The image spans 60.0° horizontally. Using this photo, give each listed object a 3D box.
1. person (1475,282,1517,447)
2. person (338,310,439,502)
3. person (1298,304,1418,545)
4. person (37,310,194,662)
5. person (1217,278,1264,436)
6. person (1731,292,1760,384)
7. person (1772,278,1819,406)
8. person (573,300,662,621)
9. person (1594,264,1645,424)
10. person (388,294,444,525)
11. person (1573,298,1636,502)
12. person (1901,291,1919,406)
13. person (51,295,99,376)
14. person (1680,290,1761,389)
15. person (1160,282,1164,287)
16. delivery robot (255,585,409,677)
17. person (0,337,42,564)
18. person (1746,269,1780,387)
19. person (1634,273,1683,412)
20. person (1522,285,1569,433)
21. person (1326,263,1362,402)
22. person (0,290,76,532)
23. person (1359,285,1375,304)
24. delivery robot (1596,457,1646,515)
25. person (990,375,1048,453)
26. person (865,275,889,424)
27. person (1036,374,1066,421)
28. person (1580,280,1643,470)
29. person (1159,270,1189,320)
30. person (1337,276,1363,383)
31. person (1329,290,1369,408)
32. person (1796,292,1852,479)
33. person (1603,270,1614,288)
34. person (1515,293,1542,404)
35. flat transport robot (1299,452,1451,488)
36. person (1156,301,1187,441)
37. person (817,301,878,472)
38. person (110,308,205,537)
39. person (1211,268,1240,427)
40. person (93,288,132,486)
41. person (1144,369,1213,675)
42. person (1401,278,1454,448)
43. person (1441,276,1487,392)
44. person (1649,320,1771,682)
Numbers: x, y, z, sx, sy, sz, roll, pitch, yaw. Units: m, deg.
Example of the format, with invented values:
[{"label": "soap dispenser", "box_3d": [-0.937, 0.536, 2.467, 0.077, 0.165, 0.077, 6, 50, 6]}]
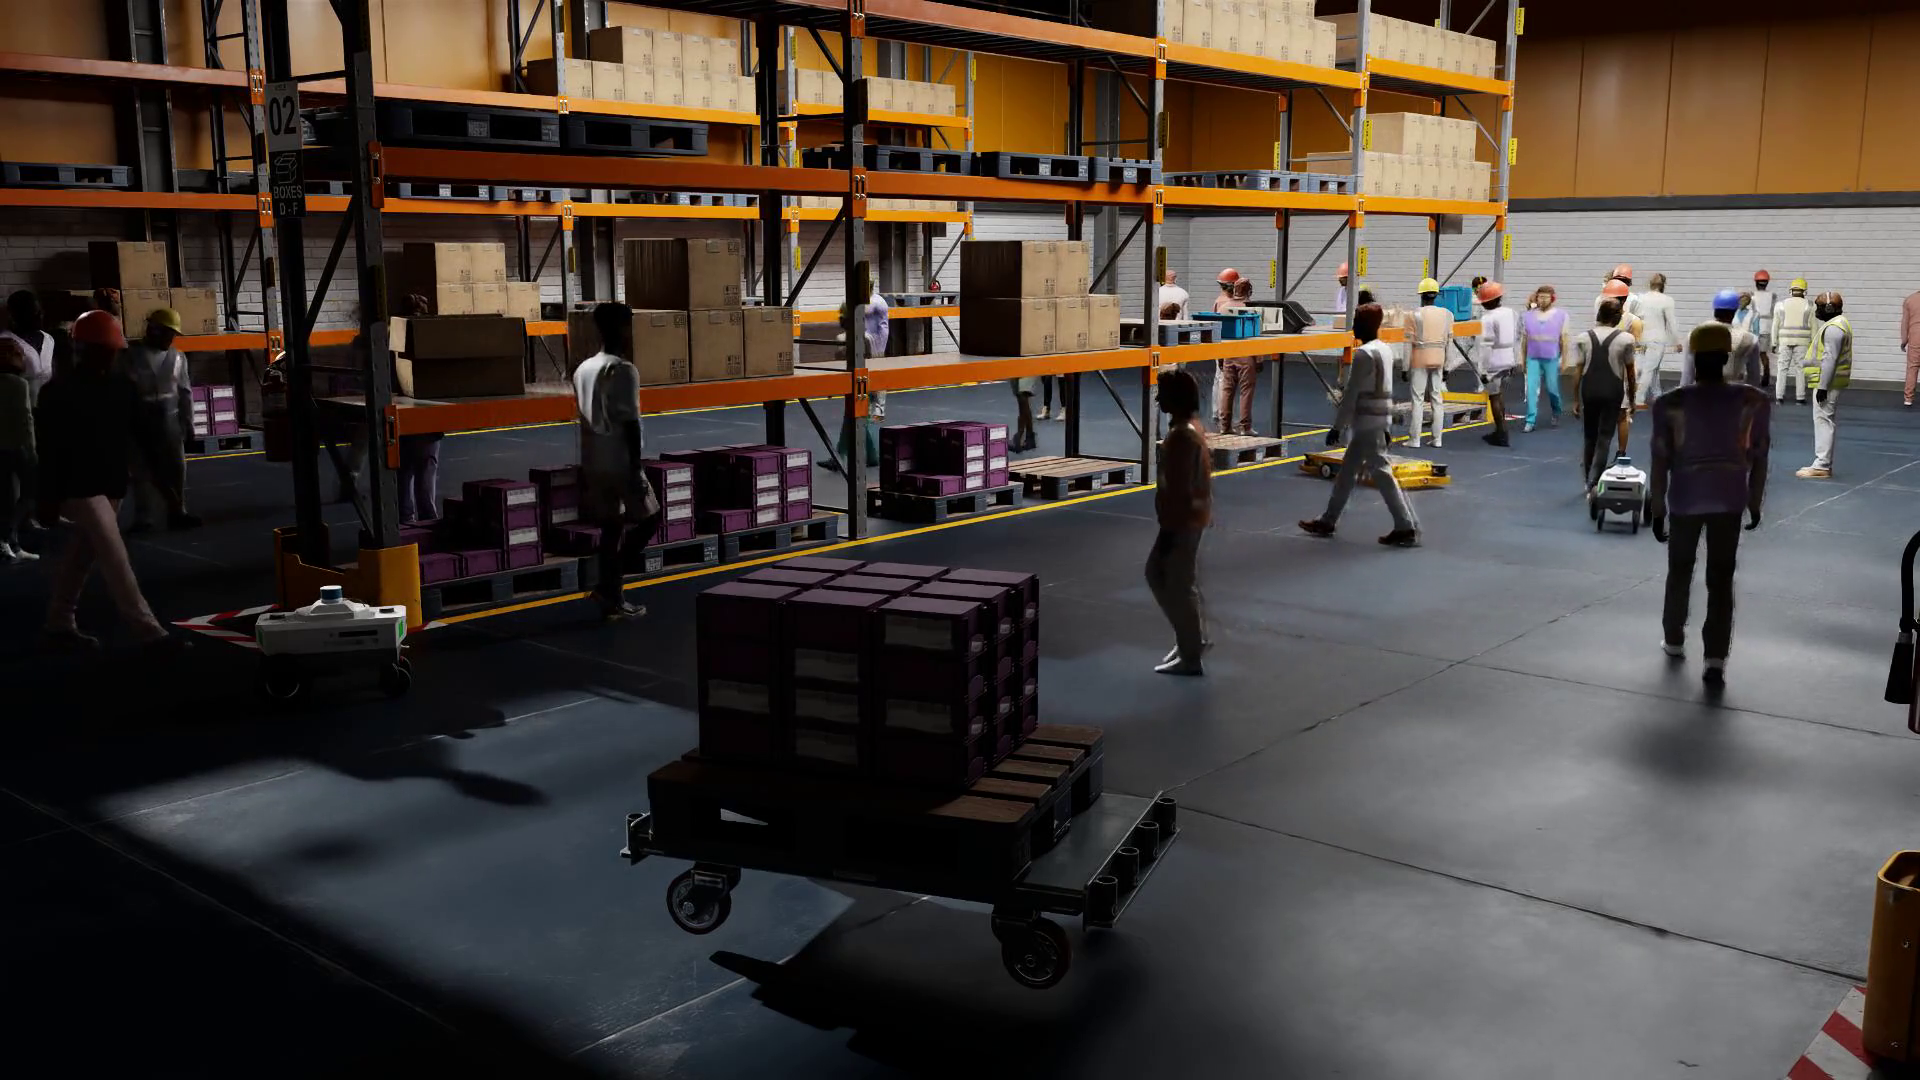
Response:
[{"label": "person", "box_3d": [6.038, -1.997, 18.960, 0.624, 1.875, 0.585, -6, 12, -32]}, {"label": "person", "box_3d": [-5.203, -1.248, 14.943, 0.949, 1.779, 0.598, -6, 12, -31]}, {"label": "person", "box_3d": [3.101, -0.881, 12.729, 0.976, 1.840, 0.595, 5, 11, 28]}, {"label": "person", "box_3d": [-4.701, -0.292, 9.124, 1.068, 1.924, 0.635, 3, 10, 16]}, {"label": "person", "box_3d": [3.399, -2.202, 20.068, 0.642, 1.901, 0.401, 9, 13, 42]}, {"label": "person", "box_3d": [11.442, -2.828, 24.418, 0.515, 1.622, 0.365, 4, 11, 23]}, {"label": "person", "box_3d": [12.000, -2.846, 23.915, 0.601, 1.827, 0.403, 7, 12, 34]}, {"label": "person", "box_3d": [-2.059, -0.464, 10.013, 0.417, 1.943, 0.634, -9, 13, -41]}, {"label": "person", "box_3d": [8.436, -2.499, 21.327, 0.608, 2.044, 0.371, 5, 11, 24]}, {"label": "person", "box_3d": [-4.213, -0.951, 12.922, 0.639, 1.902, 0.407, 8, 13, 37]}, {"label": "person", "box_3d": [5.831, -1.266, 15.002, 0.501, 1.800, 0.863, 8, 12, 37]}, {"label": "person", "box_3d": [13.773, -2.849, 23.709, 0.638, 1.911, 0.402, 9, 13, 42]}, {"label": "person", "box_3d": [-8.232, -1.383, 15.619, 0.431, 1.816, 0.673, 0, 10, 0]}, {"label": "person", "box_3d": [6.577, -1.204, 14.386, 0.642, 1.890, 1.021, 5, 11, 28]}, {"label": "person", "box_3d": [3.471, -3.605, 28.109, 0.328, 1.876, 0.513, 8, 13, 38]}, {"label": "delivery robot", "box_3d": [-3.152, 0.473, 8.376, 0.707, 0.478, 0.477, -3, 11, -17]}, {"label": "person", "box_3d": [-6.760, -0.624, 11.816, 0.544, 1.619, 0.377, 6, 11, 29]}, {"label": "person", "box_3d": [12.777, -3.352, 26.564, 0.545, 1.921, 0.581, 1, 10, 8]}, {"label": "person", "box_3d": [9.706, -2.726, 23.048, 0.929, 1.899, 0.635, -4, 11, -22]}, {"label": "person", "box_3d": [7.210, -2.236, 20.500, 0.570, 1.813, 0.803, 7, 12, 35]}, {"label": "person", "box_3d": [5.670, -3.031, 24.386, 0.404, 2.034, 0.609, -4, 11, -24]}, {"label": "person", "box_3d": [-7.442, -1.029, 13.311, 0.391, 1.920, 0.590, 2, 10, 11]}, {"label": "person", "box_3d": [6.097, -2.935, 24.786, 0.669, 1.703, 0.360, -2, 10, -9]}, {"label": "delivery robot", "box_3d": [5.381, -0.430, 13.517, 0.477, 0.478, 0.707, 4, 11, 24]}, {"label": "person", "box_3d": [0.627, -1.907, 18.369, 0.561, 1.894, 0.934, 7, 12, 35]}, {"label": "person", "box_3d": [-1.171, -2.466, 21.435, 0.359, 1.938, 0.632, -9, 13, -41]}, {"label": "person", "box_3d": [1.234, -2.397, 21.734, 0.540, 1.696, 0.317, 6, 12, 31]}, {"label": "person", "box_3d": [6.620, -1.669, 16.903, 0.367, 1.935, 0.552, -6, 12, -31]}, {"label": "person", "box_3d": [3.387, -3.429, 27.055, 0.648, 1.896, 0.399, -1, 10, -5]}, {"label": "person", "box_3d": [6.520, -3.620, 27.875, 0.390, 1.986, 0.609, 2, 10, 10]}, {"label": "person", "box_3d": [5.471, -2.618, 23.033, 0.652, 1.681, 0.548, 0, 10, -1]}, {"label": "person", "box_3d": [8.525, -1.520, 16.383, 0.429, 1.830, 0.635, 5, 11, 28]}, {"label": "person", "box_3d": [9.351, -2.887, 23.846, 0.379, 1.937, 0.629, 0, 10, 1]}, {"label": "person", "box_3d": [8.320, -2.783, 24.189, 0.526, 1.602, 0.726, 5, 11, 27]}, {"label": "flat transport robot", "box_3d": [4.010, -0.701, 16.135, 0.652, 0.197, 1.431, -5, 11, -28]}, {"label": "person", "box_3d": [2.403, -1.940, 19.290, 0.314, 1.640, 0.516, -10, 14, -44]}, {"label": "person", "box_3d": [-1.144, -1.550, 16.857, 0.878, 1.719, 0.537, -7, 12, -36]}, {"label": "person", "box_3d": [-6.383, -0.927, 13.146, 0.662, 1.785, 0.405, -9, 13, -42]}, {"label": "person", "box_3d": [3.391, -2.439, 21.116, 0.377, 1.996, 0.617, -1, 10, -6]}, {"label": "person", "box_3d": [-8.039, -1.446, 15.790, 0.572, 1.883, 0.356, 8, 13, 39]}, {"label": "person", "box_3d": [1.140, -0.085, 8.760, 0.382, 1.623, 0.538, 2, 10, 12]}, {"label": "person", "box_3d": [5.267, -1.991, 18.801, 0.588, 1.918, 0.396, -2, 10, -12]}, {"label": "person", "box_3d": [7.921, -3.203, 25.959, 0.909, 1.835, 0.519, -1, 10, -5]}, {"label": "person", "box_3d": [3.956, -0.217, 8.817, 0.589, 1.882, 0.988, 4, 11, 20]}]
